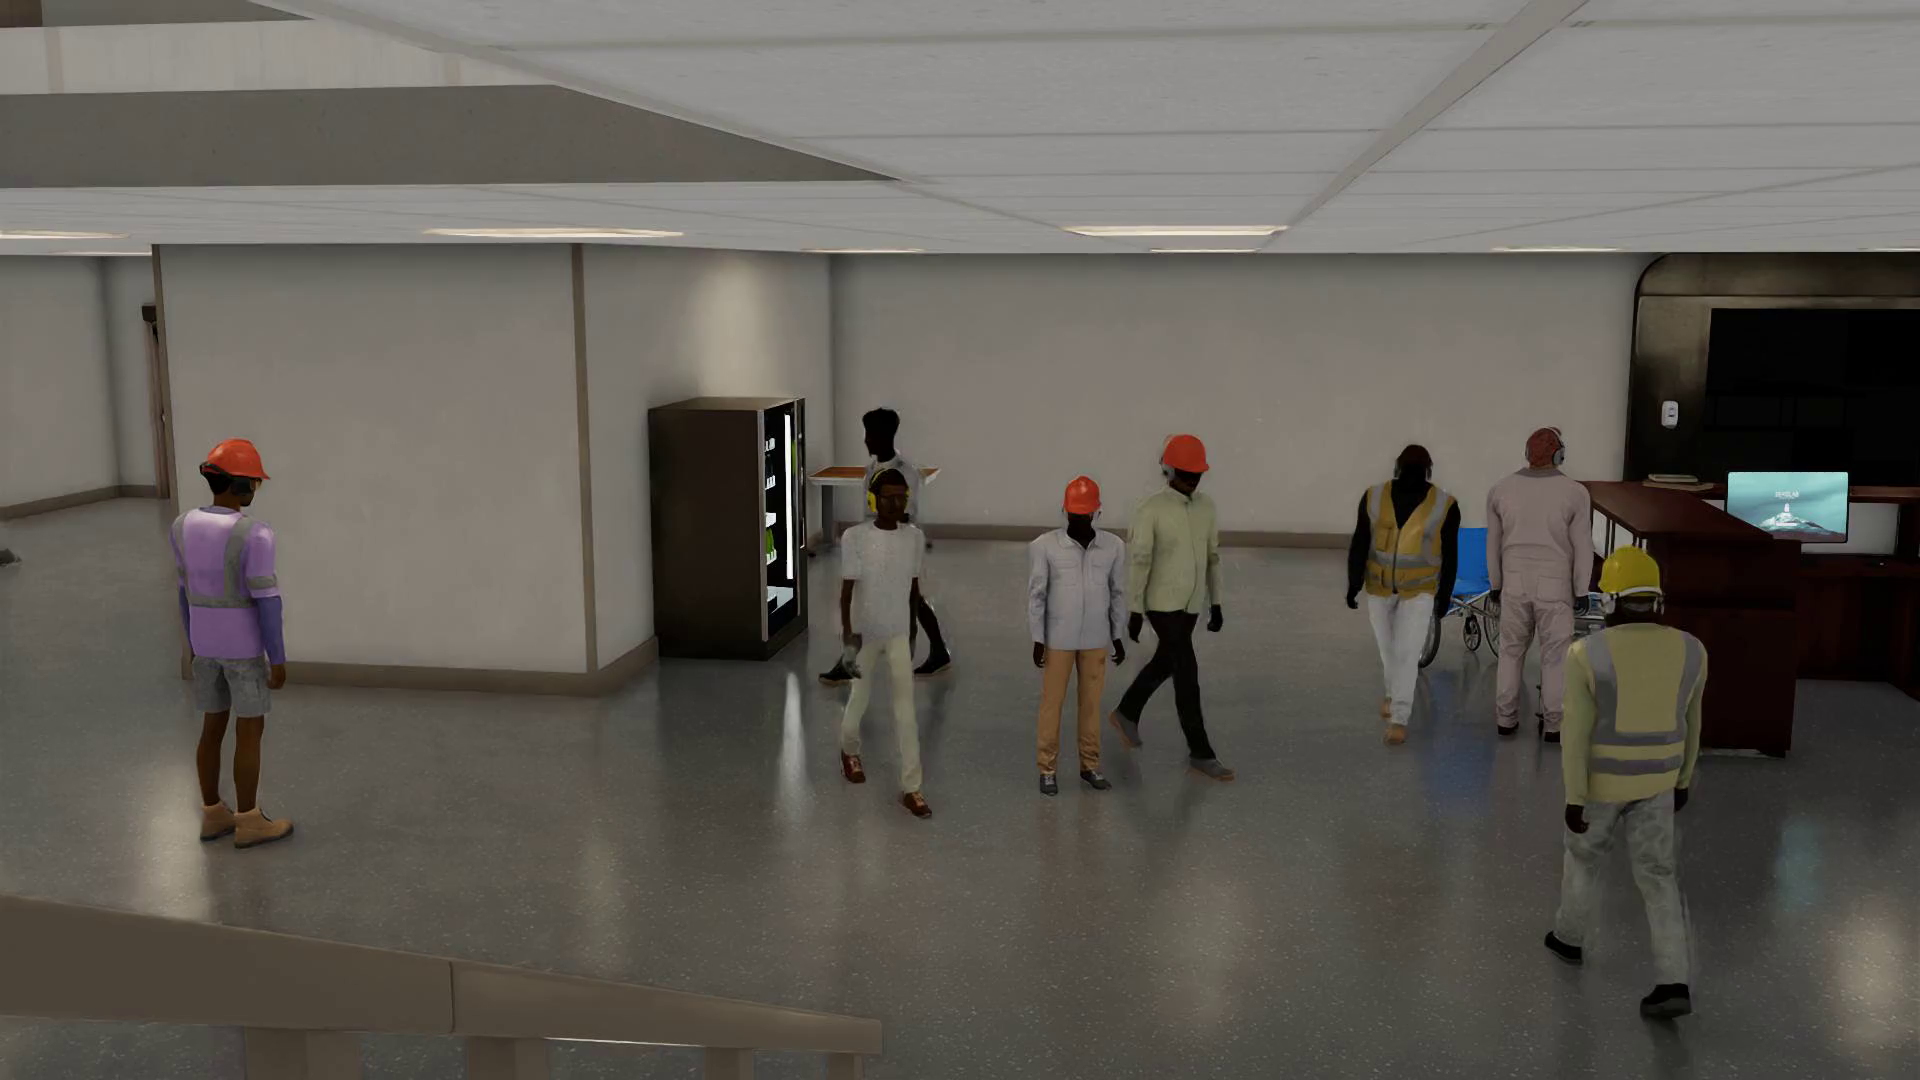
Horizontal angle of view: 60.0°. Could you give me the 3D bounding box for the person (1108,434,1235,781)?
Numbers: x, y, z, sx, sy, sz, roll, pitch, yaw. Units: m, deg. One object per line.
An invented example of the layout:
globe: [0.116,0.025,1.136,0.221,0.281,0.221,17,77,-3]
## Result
person: [1.205,0.339,9.610,0.626,1.945,1.034,-8,12,-40]

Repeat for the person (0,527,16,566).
person: [-9.558,-0.654,15.855,0.961,1.895,0.617,0,9,-1]

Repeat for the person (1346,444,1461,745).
person: [2.753,0.296,10.323,0.631,1.800,0.917,5,11,29]

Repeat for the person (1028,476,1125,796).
person: [0.645,0.516,9.056,0.563,1.747,0.339,-3,10,-15]

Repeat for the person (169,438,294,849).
person: [-3.577,0.511,8.242,0.612,2.032,0.420,4,10,22]

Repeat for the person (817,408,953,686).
person: [-0.488,0.042,11.473,1.003,1.921,0.604,-7,12,-37]

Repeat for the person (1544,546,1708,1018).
person: [2.615,0.919,6.475,0.595,1.799,0.926,-1,9,-3]

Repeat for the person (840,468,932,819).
person: [-0.441,0.504,8.944,0.529,1.824,1.006,-3,10,-21]

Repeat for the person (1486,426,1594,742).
person: [3.526,0.266,10.112,0.636,1.911,0.406,7,12,37]
